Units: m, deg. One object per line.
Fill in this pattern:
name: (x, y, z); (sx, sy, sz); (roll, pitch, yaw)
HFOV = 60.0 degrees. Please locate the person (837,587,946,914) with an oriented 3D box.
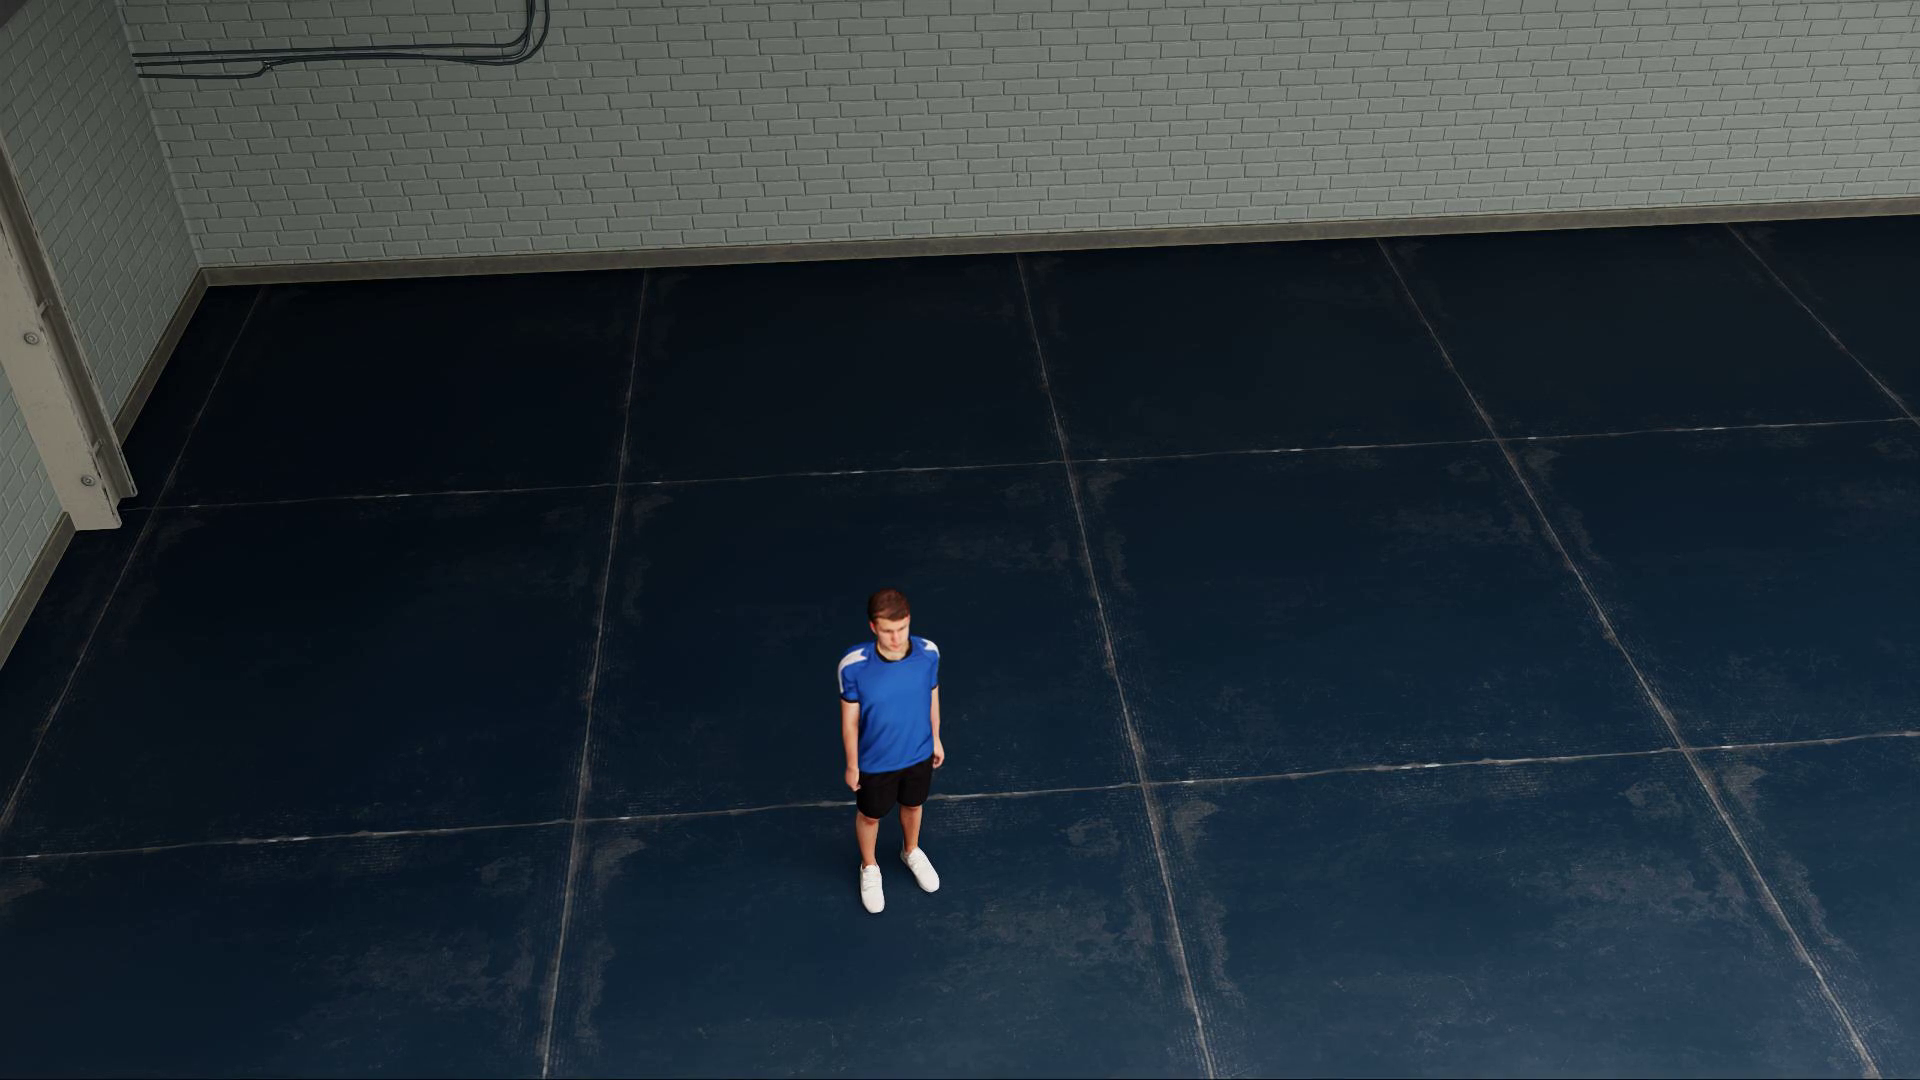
person: (-0.320, 0.964, 7.835); (0.723, 1.866, 0.690); (-15, 40, -18)
